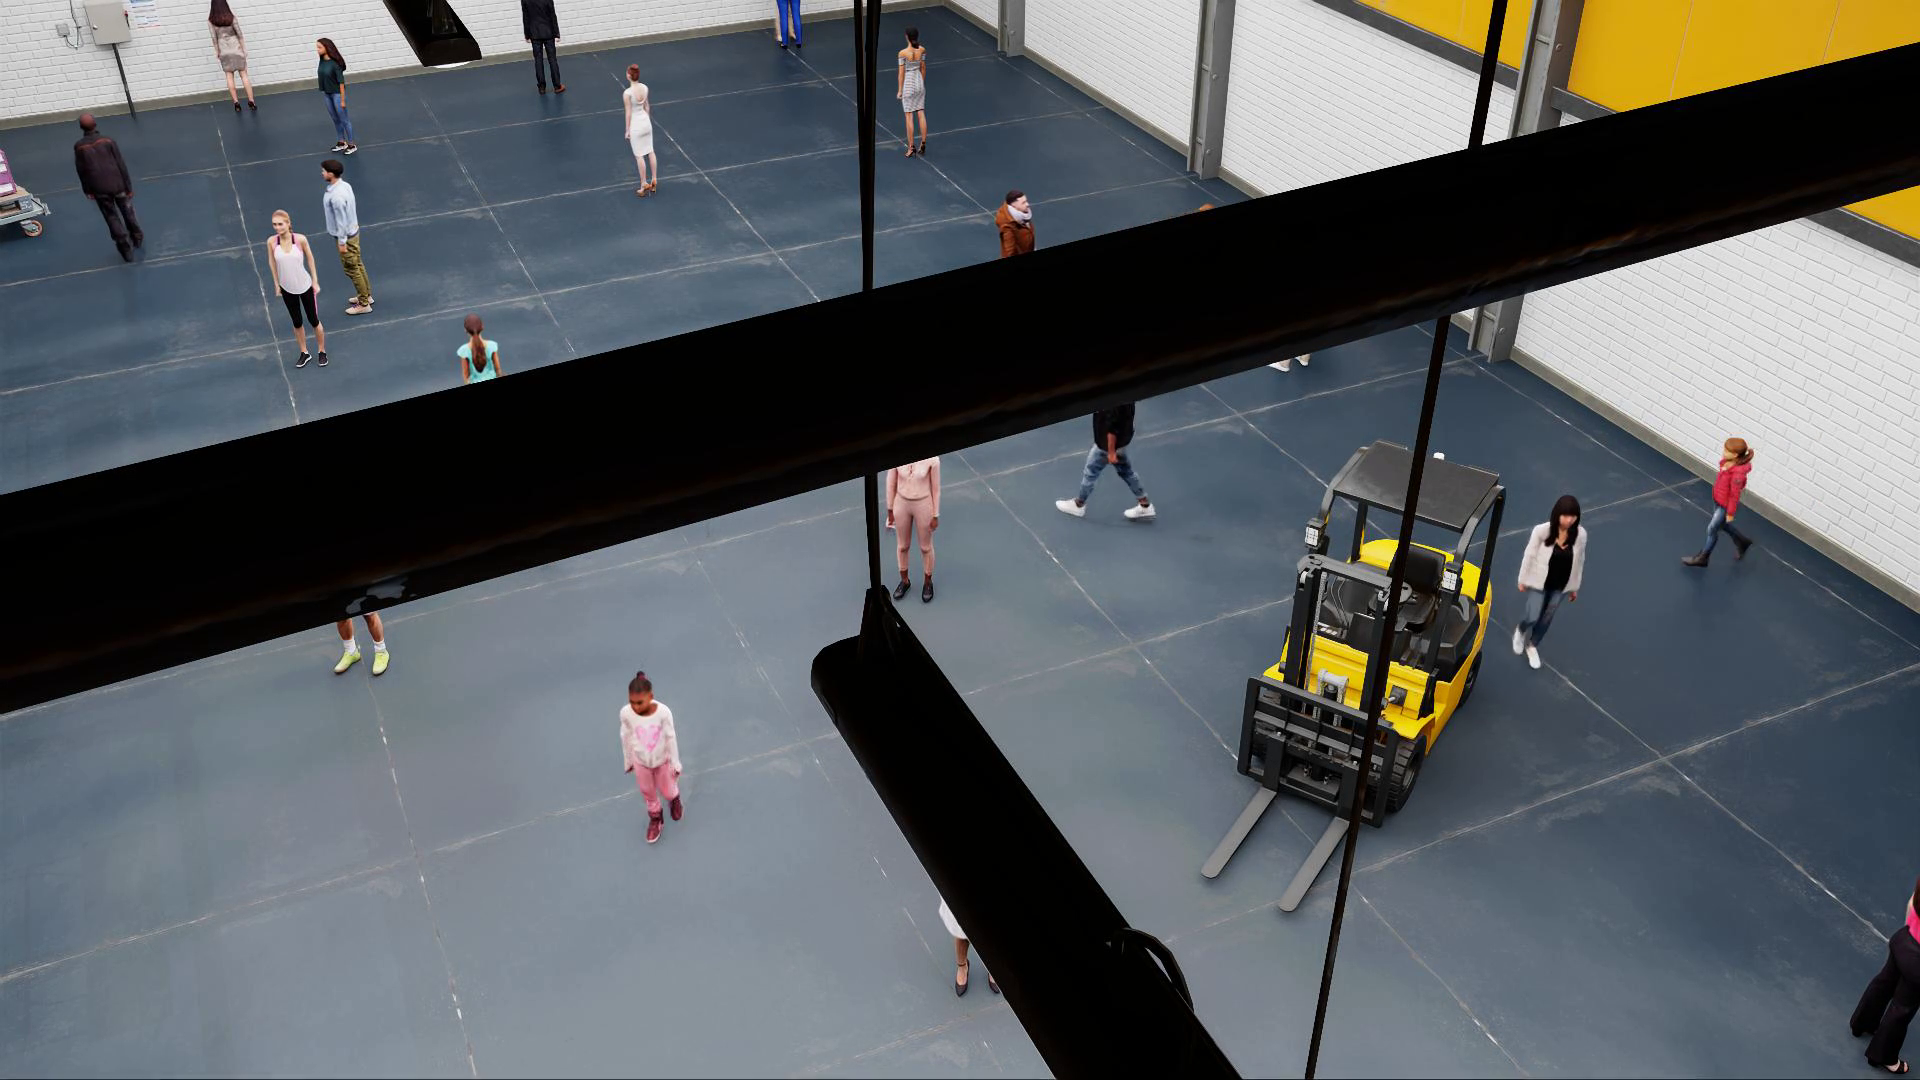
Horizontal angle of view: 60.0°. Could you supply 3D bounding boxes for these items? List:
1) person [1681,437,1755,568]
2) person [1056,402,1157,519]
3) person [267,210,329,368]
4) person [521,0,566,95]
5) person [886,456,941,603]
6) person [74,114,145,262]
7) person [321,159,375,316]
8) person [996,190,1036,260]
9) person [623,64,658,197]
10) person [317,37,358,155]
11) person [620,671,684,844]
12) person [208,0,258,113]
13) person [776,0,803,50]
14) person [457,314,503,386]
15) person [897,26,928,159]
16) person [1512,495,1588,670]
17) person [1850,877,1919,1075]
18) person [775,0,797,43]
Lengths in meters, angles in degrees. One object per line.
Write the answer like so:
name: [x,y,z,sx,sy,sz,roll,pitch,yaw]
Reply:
person: [6.869,-0.319,14.752,0.849,1.294,0.874,1,34,2]
person: [1.493,-0.926,15.236,1.248,1.769,1.191,11,35,16]
person: [-7.133,-2.719,17.918,0.674,1.786,0.630,-4,34,-5]
person: [-6.411,-7.754,25.483,0.764,1.798,0.707,-2,34,-3]
person: [-0.392,-0.256,14.271,0.700,1.722,0.723,6,34,8]
person: [-10.352,-4.263,20.219,0.711,1.811,0.925,-13,36,-19]
person: [-7.023,-3.484,19.047,0.800,1.811,0.613,-5,34,-7]
person: [0.593,-2.960,18.233,0.905,1.838,0.821,5,34,7]
person: [-4.225,-5.423,21.982,0.619,1.791,0.639,25,41,33]
person: [-8.789,-6.261,23.399,0.688,1.617,0.770,20,39,27]
person: [-2.183,1.500,11.885,0.700,1.439,0.760,2,34,3]
person: [-10.860,-7.256,24.780,0.620,1.747,0.560,-8,35,-12]
person: [-2.819,-8.966,27.394,0.640,1.701,0.586,-10,35,-15]
person: [-4.656,-1.476,16.256,0.546,1.556,0.513,-17,37,-23]
person: [-0.653,-6.255,23.205,0.624,1.822,0.562,-20,38,-27]
person: [4.781,0.282,13.546,0.737,1.627,0.761,0,34,1]
person: [5.833,2.538,10.123,0.726,1.660,0.624,4,34,6]
person: [-2.939,-9.199,27.748,0.657,1.697,0.622,-22,39,-29]
